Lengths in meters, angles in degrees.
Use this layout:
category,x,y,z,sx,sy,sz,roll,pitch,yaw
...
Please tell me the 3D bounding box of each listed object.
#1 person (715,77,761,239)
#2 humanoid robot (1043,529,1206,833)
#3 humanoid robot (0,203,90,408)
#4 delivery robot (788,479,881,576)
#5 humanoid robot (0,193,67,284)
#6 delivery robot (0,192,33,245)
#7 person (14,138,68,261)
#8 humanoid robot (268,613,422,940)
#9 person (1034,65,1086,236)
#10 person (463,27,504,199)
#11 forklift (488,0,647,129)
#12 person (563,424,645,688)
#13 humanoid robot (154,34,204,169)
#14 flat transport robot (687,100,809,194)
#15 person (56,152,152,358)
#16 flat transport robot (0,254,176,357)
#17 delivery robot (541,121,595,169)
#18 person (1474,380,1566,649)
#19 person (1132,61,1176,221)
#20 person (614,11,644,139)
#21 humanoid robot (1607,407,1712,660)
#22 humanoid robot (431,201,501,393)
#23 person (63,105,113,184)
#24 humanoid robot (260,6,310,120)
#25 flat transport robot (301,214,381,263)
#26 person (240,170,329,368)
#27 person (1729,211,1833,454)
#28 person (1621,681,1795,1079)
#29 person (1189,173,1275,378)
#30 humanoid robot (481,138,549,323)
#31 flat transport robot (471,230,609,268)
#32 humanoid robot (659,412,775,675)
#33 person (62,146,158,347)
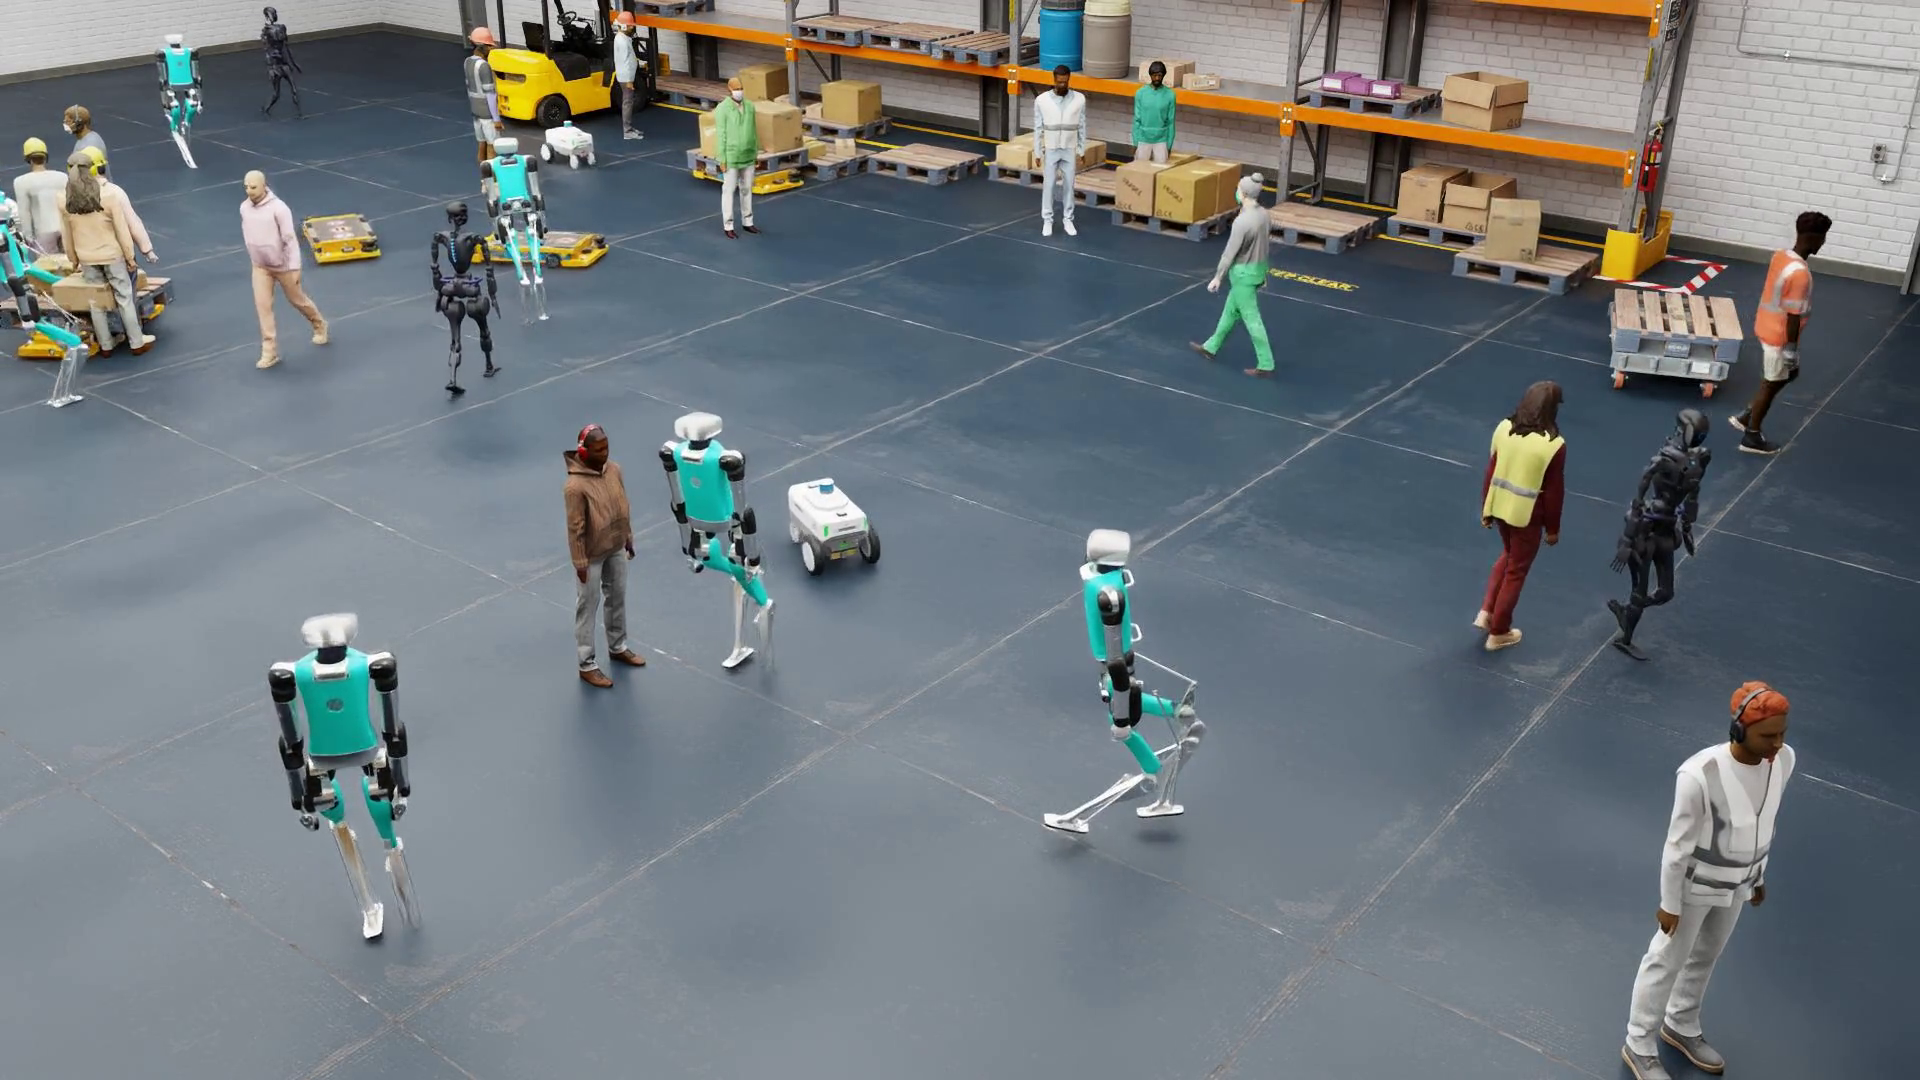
category,x,y,z,sx,sy,sz,roll,pitch,yaw
person,-2.500,-4.317,18.771,0.545,1.782,0.383,-20,32,-36
humanoid robot,0.910,0.750,8.324,0.982,1.731,0.545,-2,26,-4
humanoid robot,-7.648,-1.963,13.943,0.689,1.789,0.532,-15,30,-28
delivery robot,-0.908,-0.118,11.506,0.499,0.611,0.815,-12,28,-24
humanoid robot,-8.600,-2.641,15.420,0.773,1.821,0.531,-9,27,-18
delivery robot,-10.746,-3.614,18.726,0.499,0.593,0.789,-21,33,-36
person,-8.751,-2.994,16.071,0.579,1.743,0.553,18,31,33
humanoid robot,-2.791,1.104,7.686,0.538,1.864,0.653,-7,27,-14
person,1.124,-4.409,18.822,0.595,1.909,0.410,-4,26,-8
person,-5.775,-5.219,20.358,0.394,2.031,0.604,-19,32,-34
forklift,-5.874,-7.334,24.552,1.214,2.155,2.313,19,32,34
person,-2.132,0.073,9.839,0.309,1.644,0.460,16,30,29
humanoid robot,-10.287,-5.762,21.886,0.555,1.829,0.894,-19,32,-34
flat transport robot,-2.706,-4.667,21.235,1.431,0.231,0.659,23,34,39
person,-7.759,-2.556,15.018,0.567,1.875,0.395,-5,26,-10
flat transport robot,-8.256,-2.052,15.820,0.659,0.231,1.431,2,26,4
delivery robot,-5.222,-5.281,22.201,0.499,0.614,0.815,-23,34,-39
person,3.423,-0.140,10.149,0.445,1.753,0.483,-15,29,-28
person,2.252,-4.642,19.378,0.496,1.843,0.404,4,26,8
person,-4.669,-6.545,23.432,0.352,1.742,0.572,-6,26,-12
humanoid robot,4.183,-0.072,10.108,0.615,1.628,0.490,-13,29,-25
humanoid robot,-4.309,-2.102,14.392,0.608,1.642,0.810,3,26,6
person,-8.616,-3.367,16.627,0.373,1.940,0.628,-12,28,-24
humanoid robot,-10.080,-7.039,24.562,0.683,1.637,0.601,9,27,18
flat transport robot,-6.926,-3.383,18.576,0.659,0.231,1.431,-12,28,-23
person,-6.162,-2.509,15.072,0.539,1.749,0.904,6,26,12
person,6.430,-1.602,12.959,0.447,1.944,0.637,5,26,11
person,3.078,1.411,6.795,0.574,1.882,0.361,-11,28,-22
person,2.473,-2.360,14.704,0.944,1.793,0.524,18,31,32
humanoid robot,-4.204,-2.892,15.932,0.549,1.811,0.691,-8,27,-16
flat transport robot,-4.634,-3.180,18.157,1.431,0.231,0.659,4,26,8
humanoid robot,-1.341,0.037,9.891,0.546,1.844,0.769,11,28,21
person,-7.825,-2.660,15.256,0.809,1.858,0.438,1,26,2
